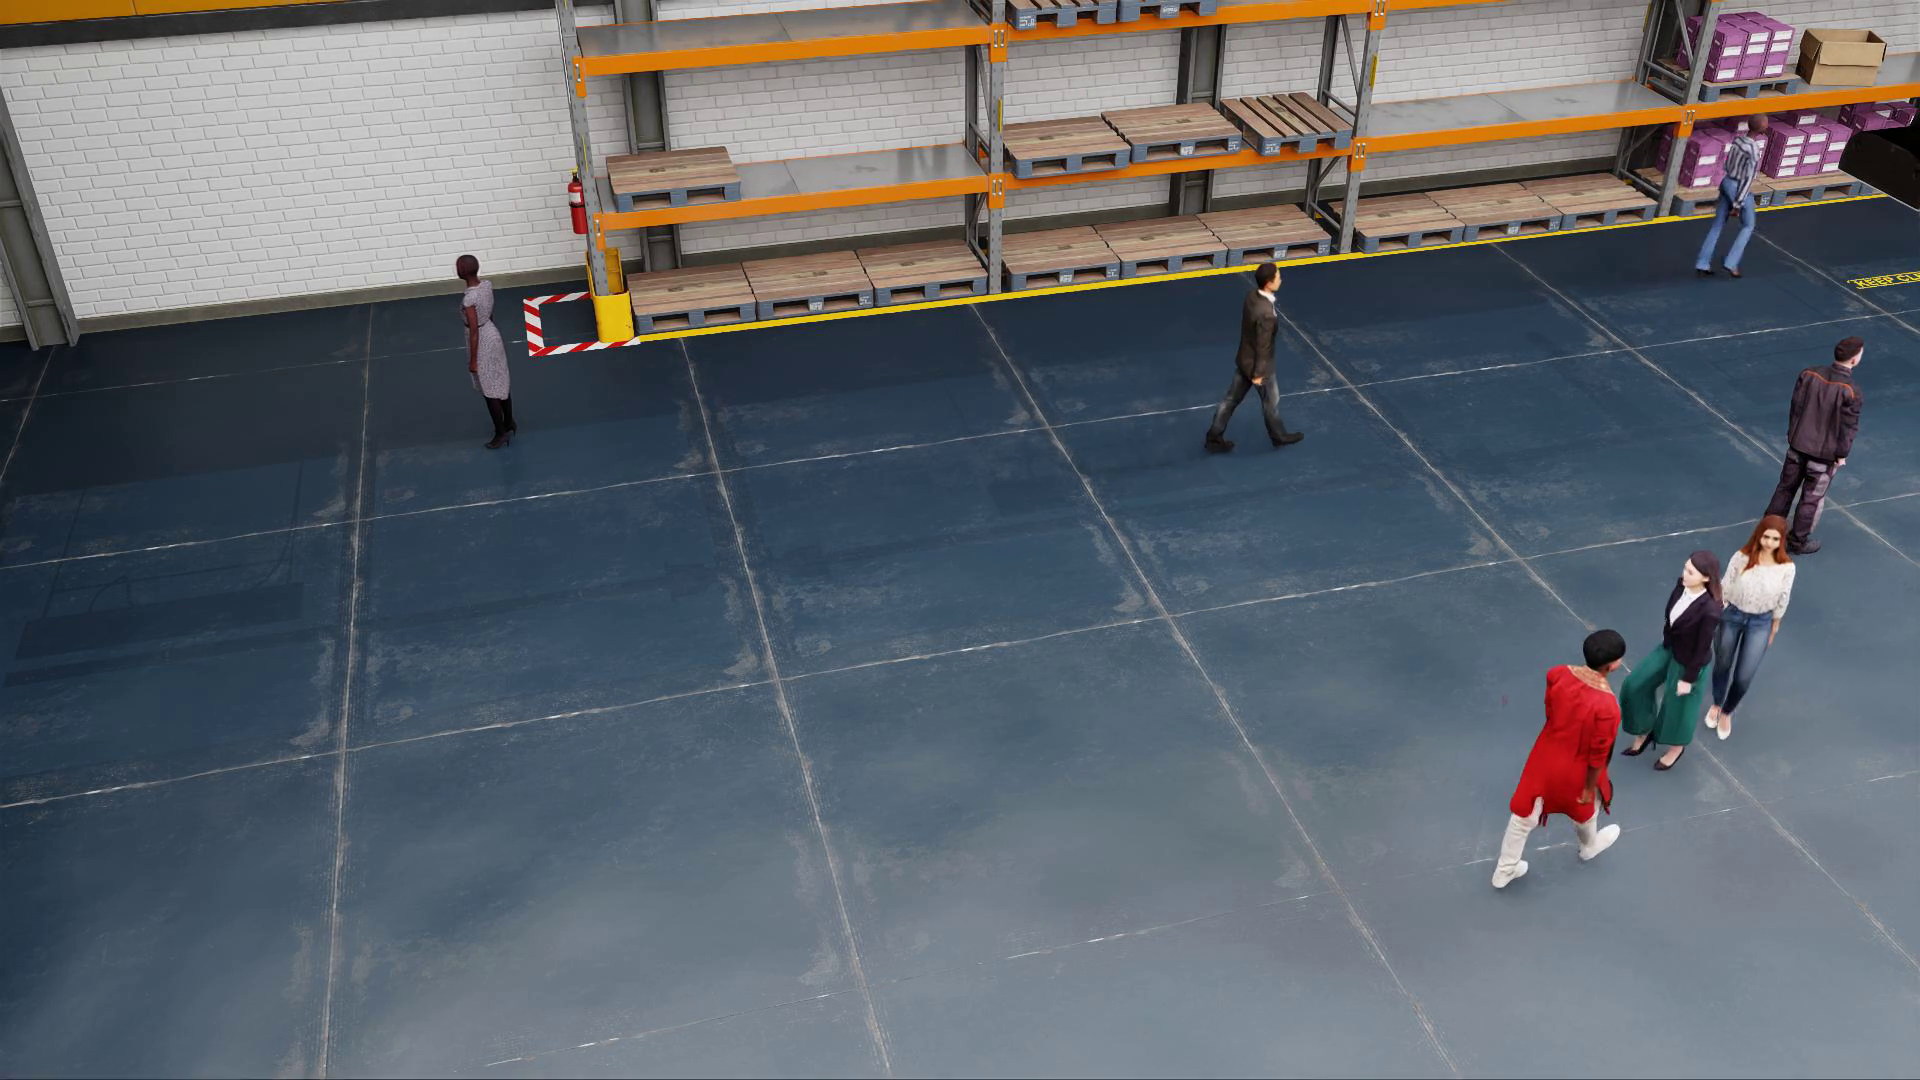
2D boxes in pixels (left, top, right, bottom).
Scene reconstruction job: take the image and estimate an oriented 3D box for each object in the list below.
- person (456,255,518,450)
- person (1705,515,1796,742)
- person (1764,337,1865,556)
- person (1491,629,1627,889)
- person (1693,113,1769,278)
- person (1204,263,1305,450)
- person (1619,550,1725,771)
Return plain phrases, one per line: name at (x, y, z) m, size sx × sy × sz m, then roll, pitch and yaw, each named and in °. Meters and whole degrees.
person at (-4.102, -1.629, 14.361) m, size 0.667 × 1.788 × 0.701 m, roll 5°, pitch 34°, yaw 7°
person at (5.286, 0.521, 11.191) m, size 0.730 × 1.716 × 0.789 m, roll 19°, pitch 38°, yaw 26°
person at (6.689, -0.756, 12.985) m, size 0.708 × 1.857 × 0.774 m, roll -17°, pitch 37°, yaw -24°
person at (3.512, 1.351, 9.832) m, size 1.239 × 1.840 × 0.935 m, roll -20°, pitch 38°, yaw -27°
person at (7.949, -3.551, 17.259) m, size 0.712 × 1.780 × 0.638 m, roll -7°, pitch 34°, yaw -11°
person at (2.440, -1.520, 14.220) m, size 1.116 × 1.763 × 0.734 m, roll -6°, pitch 34°, yaw -10°
person at (4.743, 0.778, 10.797) m, size 0.700 × 1.724 × 0.625 m, roll -12°, pitch 35°, yaw -17°
